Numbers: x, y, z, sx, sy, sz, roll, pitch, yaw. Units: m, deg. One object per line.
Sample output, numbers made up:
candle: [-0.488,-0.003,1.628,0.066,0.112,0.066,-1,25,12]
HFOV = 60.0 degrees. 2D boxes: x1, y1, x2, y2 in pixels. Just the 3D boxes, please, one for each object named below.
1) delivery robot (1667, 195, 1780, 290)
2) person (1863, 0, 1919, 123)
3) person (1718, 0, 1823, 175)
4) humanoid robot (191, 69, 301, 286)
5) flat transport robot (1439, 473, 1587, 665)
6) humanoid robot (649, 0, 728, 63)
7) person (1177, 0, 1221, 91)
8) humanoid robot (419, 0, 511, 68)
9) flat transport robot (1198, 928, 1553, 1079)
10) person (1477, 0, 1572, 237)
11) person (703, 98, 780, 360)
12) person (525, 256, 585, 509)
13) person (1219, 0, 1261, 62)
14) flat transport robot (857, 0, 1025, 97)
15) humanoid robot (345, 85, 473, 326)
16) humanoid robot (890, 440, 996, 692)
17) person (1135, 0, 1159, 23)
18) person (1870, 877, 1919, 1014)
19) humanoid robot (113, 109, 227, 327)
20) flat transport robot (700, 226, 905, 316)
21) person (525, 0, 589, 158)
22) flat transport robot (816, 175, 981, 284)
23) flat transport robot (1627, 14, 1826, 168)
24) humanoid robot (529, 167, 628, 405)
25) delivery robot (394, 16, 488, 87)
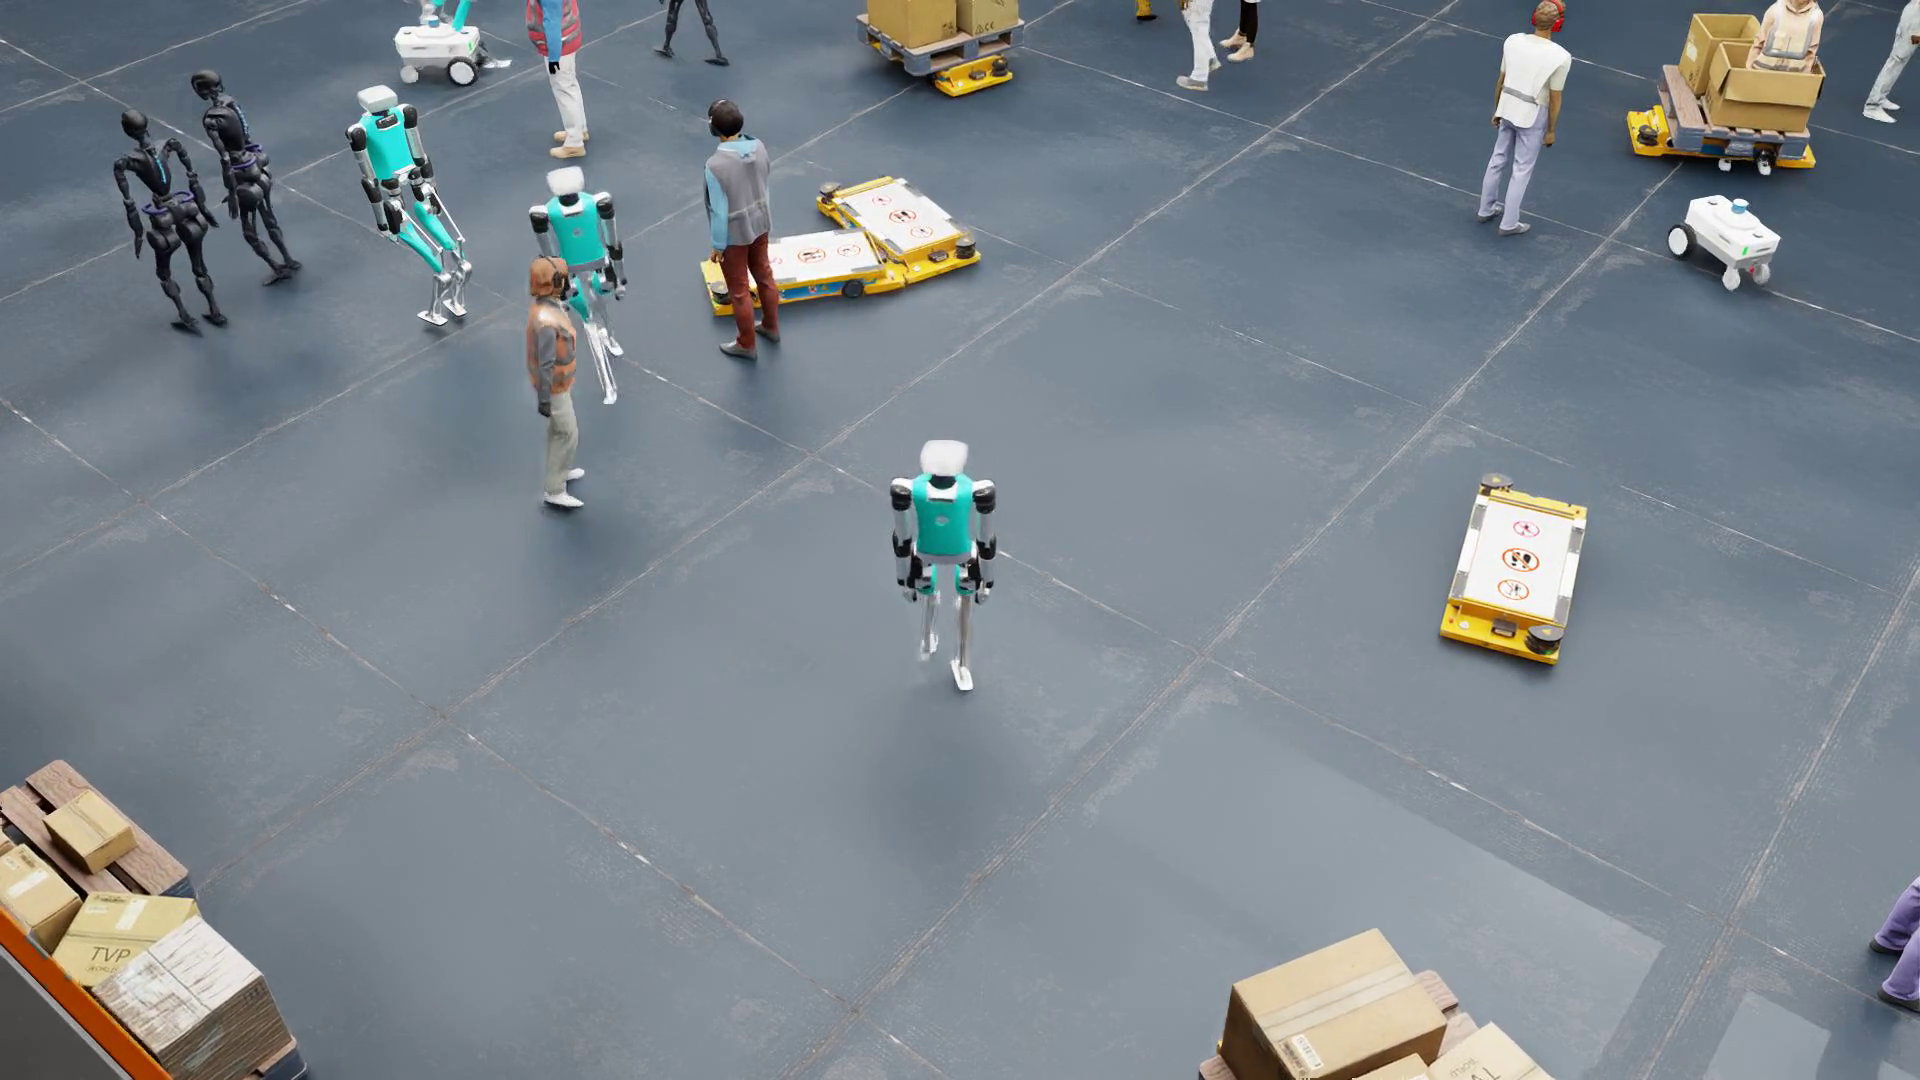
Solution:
delivery robot: [5.791,-2.291,12.564,0.499,0.609,0.805,-12,42,-14]
person: [8.160,-4.410,14.137,0.340,1.730,0.488,22,45,23]
person: [6.568,-3.766,13.390,0.484,1.719,0.379,11,42,12]
humanoid robot: [-5.204,-2.642,12.106,0.354,1.651,0.616,-1,40,-2]
flat transport robot: [3.319,0.148,9.904,0.659,0.231,1.431,15,43,17]
humanoid robot: [-2.516,-5.136,15.064,0.783,1.614,0.607,21,45,23]
person: [2.131,-4.890,14.596,0.455,1.866,0.694,21,45,23]
humanoid robot: [-4.574,-4.967,14.804,0.807,1.796,0.534,-23,45,-25]
flat transport robot: [1.737,2.581,7.042,0.659,0.231,1.431,-16,43,-18]
person: [4.266,-3.190,12.624,0.396,1.838,0.558,-25,46,-26]
person: [-1.477,-2.089,11.293,0.412,1.877,0.537,27,47,28]
person: [-2.477,-0.981,10.192,0.391,1.607,0.549,-10,41,-11]
person: [2.618,-5.205,15.095,0.322,1.698,0.530,-2,40,-3]
flat transport robot: [-0.190,-4.504,15.377,0.659,0.231,1.431,-24,46,-26]
humanoid robot: [-3.719,-2.261,11.531,0.749,1.690,0.530,27,47,28]
humanoid robot: [-0.065,0.078,8.872,0.530,1.814,0.813,2,40,2]
person: [2.034,-5.812,15.804,0.853,1.702,0.533,-32,50,-32]
person: [4.445,1.366,7.265,0.391,1.836,0.559,11,42,12]
humanoid robot: [-5.508,-2.237,11.618,0.314,1.646,0.614,27,47,28]
flat transport robot: [-1.185,-2.019,12.453,1.431,0.231,0.659,-10,41,-12]
person: [-3.314,-4.071,13.665,0.430,1.830,0.633,-5,41,-6]
flat transport robot: [-0.494,-2.464,12.976,0.659,0.231,1.431,-22,45,-24]
flat transport robot: [6.458,-3.436,14.120,1.431,0.231,0.659,7,41,8]
humanoid robot: [-2.502,-1.828,11.117,0.552,1.750,1.014,-8,41,-9]
delivery robot: [-4.707,-4.451,15.100,0.803,0.603,0.499,0,40,0]
